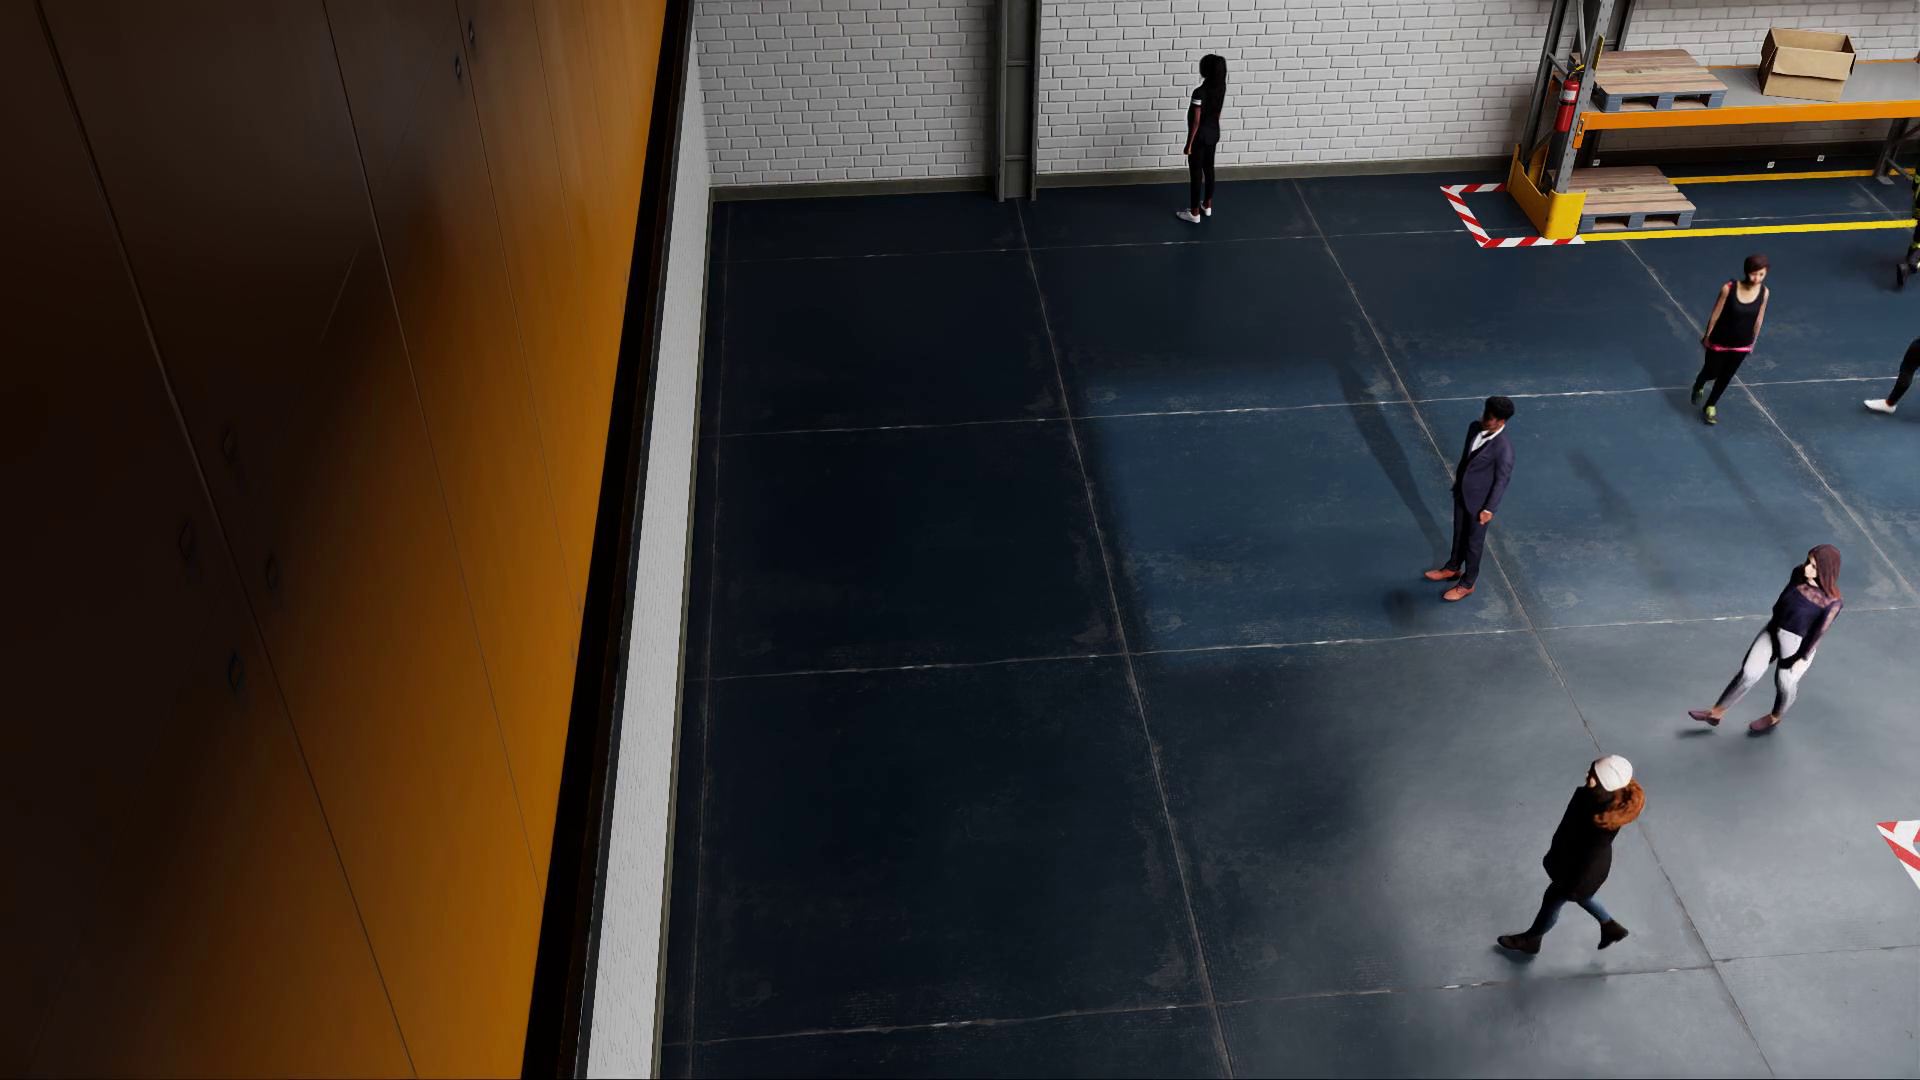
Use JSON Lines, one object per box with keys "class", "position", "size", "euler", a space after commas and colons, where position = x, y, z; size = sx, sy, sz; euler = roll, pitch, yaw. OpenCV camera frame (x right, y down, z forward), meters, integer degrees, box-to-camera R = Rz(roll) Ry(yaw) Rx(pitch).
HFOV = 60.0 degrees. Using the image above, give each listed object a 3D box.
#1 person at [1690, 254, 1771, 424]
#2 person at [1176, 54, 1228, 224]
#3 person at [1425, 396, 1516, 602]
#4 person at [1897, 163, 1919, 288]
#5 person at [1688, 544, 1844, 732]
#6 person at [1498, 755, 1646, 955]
{"class": "person", "position": [6.426, -1.728, 13.899], "size": [0.613, 1.545, 0.670], "euler": [4, 39, 5]}
{"class": "person", "position": [2.434, -4.025, 16.620], "size": [0.700, 1.739, 0.774], "euler": [-31, 48, -33]}
{"class": "person", "position": [3.737, -0.321, 11.995], "size": [0.605, 1.723, 0.674], "euler": [-11, 40, -13]}
{"class": "person", "position": [9.194, -3.252, 15.571], "size": [1.099, 1.841, 0.939], "euler": [-17, 42, -20]}
{"class": "person", "position": [5.461, 0.669, 10.868], "size": [0.918, 1.582, 0.689], "euler": [-8, 39, -10]}
{"class": "person", "position": [3.563, 1.819, 9.398], "size": [1.025, 1.620, 0.860], "euler": [12, 40, 15]}
